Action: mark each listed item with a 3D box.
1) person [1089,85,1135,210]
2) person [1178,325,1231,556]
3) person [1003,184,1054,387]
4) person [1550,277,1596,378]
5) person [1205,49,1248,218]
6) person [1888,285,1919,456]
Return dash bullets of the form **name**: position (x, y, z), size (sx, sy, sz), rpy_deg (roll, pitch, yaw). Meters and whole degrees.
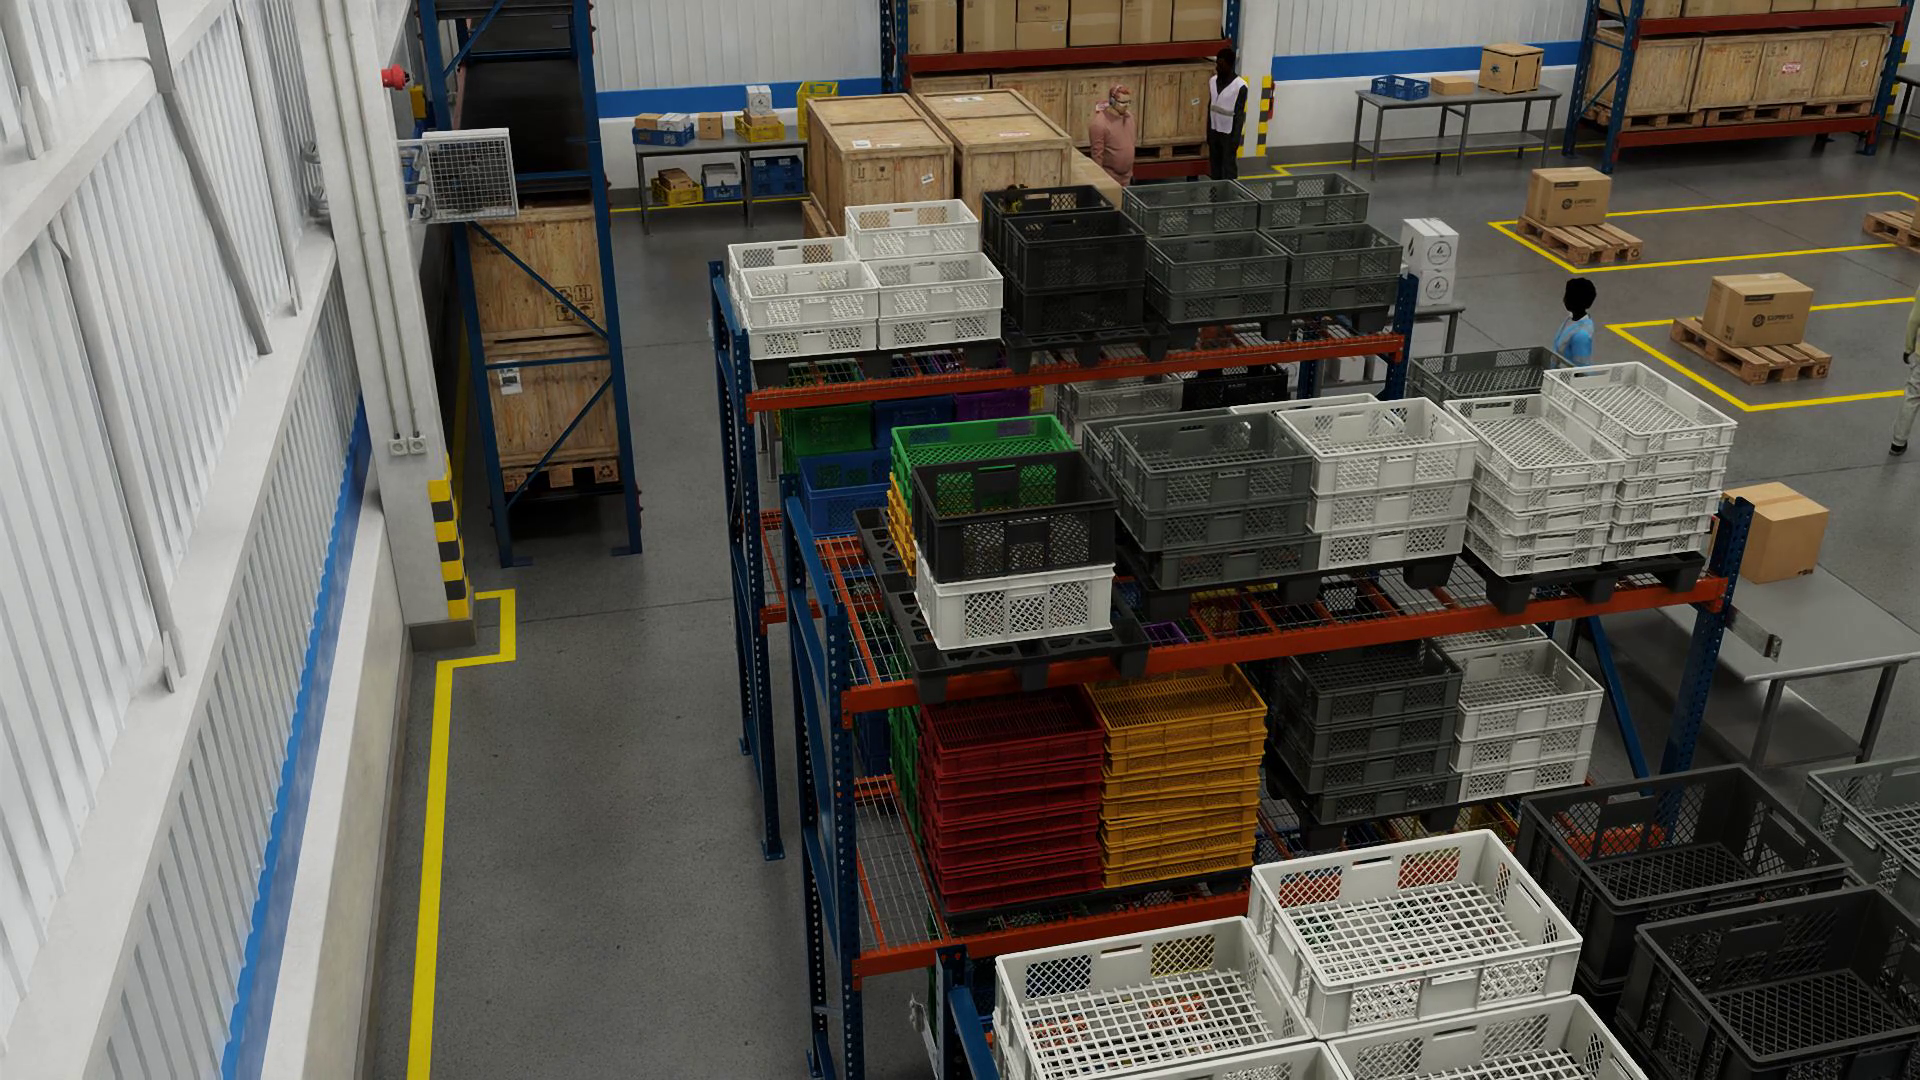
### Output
- **person**: position (1.633, -3.846, 17.576), size (0.410, 1.905, 0.641), rpy_deg (23, 36, 37)
- **person**: position (1.605, -0.662, 11.564), size (0.452, 1.871, 0.610), rpy_deg (-3, 28, -6)
- **person**: position (0.539, -2.210, 14.543), size (0.804, 1.830, 0.488), rpy_deg (-7, 29, -13)
- **person**: position (4.657, -1.194, 12.758), size (0.318, 1.698, 0.539), rpy_deg (5, 28, 10)
- **person**: position (3.051, -4.696, 19.187), size (0.392, 1.911, 0.585), rpy_deg (-17, 32, -30)
- **person**: position (7.804, -1.496, 13.190), size (0.403, 1.835, 0.586), rpy_deg (-23, 36, -37)
